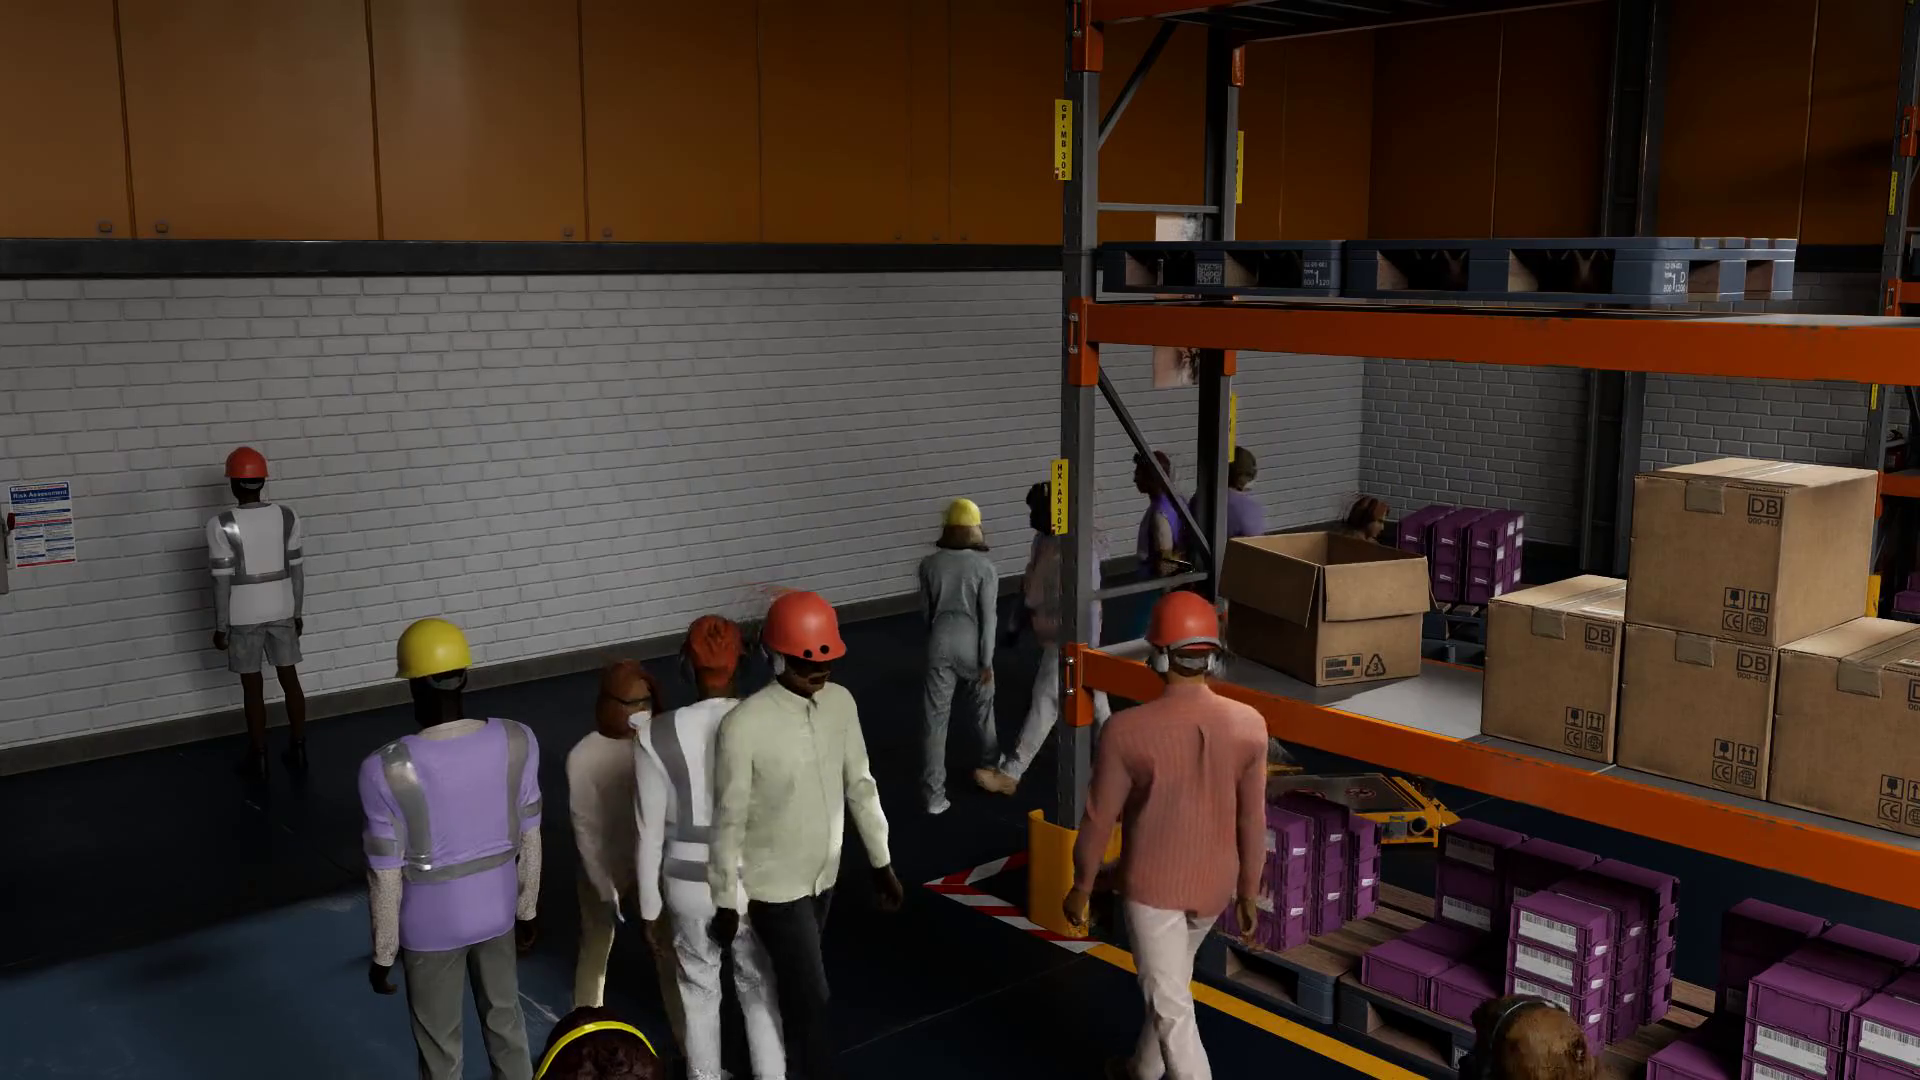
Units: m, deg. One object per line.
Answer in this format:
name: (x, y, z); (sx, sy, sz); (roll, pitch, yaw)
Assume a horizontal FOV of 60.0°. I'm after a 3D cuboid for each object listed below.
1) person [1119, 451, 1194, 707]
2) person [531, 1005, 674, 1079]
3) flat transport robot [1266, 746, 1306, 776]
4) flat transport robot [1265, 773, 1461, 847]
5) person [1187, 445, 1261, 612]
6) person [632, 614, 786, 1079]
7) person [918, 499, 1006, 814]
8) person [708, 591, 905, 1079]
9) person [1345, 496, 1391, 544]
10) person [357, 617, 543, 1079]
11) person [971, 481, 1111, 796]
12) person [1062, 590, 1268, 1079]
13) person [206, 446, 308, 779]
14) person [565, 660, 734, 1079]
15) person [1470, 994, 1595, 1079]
person: (1.182, 0.346, 10.472); (0.660, 1.818, 0.605); (3, 10, 15)
person: (-0.566, 1.653, 2.703); (0.514, 1.872, 0.328); (-6, 12, -33)
flat transport robot: (1.510, 1.255, 9.705); (0.652, 0.197, 1.431); (-1, 10, -6)
flat transport robot: (1.880, 1.423, 8.719); (1.431, 0.197, 0.652); (-1, 10, -6)
person: (1.647, 0.351, 10.281); (0.655, 1.903, 0.676); (-6, 11, -30)
person: (-0.757, 1.186, 5.463); (0.591, 1.865, 0.607); (-3, 10, -16)
person: (-0.007, 0.622, 9.266); (0.494, 1.683, 0.936); (3, 10, 18)
person: (-0.417, 1.137, 5.455); (0.947, 1.953, 0.627); (6, 12, 32)
person: (2.387, 0.523, 10.121); (0.864, 1.584, 0.561); (7, 12, 34)
person: (-1.596, 1.191, 5.248); (0.586, 1.925, 0.369); (-9, 13, -43)
person: (0.507, 0.550, 9.398); (0.965, 1.779, 0.652); (-2, 10, -13)
person: (0.717, 1.140, 5.506); (0.620, 1.954, 1.013); (-5, 11, -25)
person: (-4.100, 0.422, 9.705); (0.375, 1.939, 0.546); (9, 13, 43)
person: (-1.150, 1.220, 6.024); (0.512, 1.590, 0.825); (-9, 13, -43)
person: (0.983, 1.673, 2.780); (0.512, 1.817, 0.855); (-2, 10, -14)
